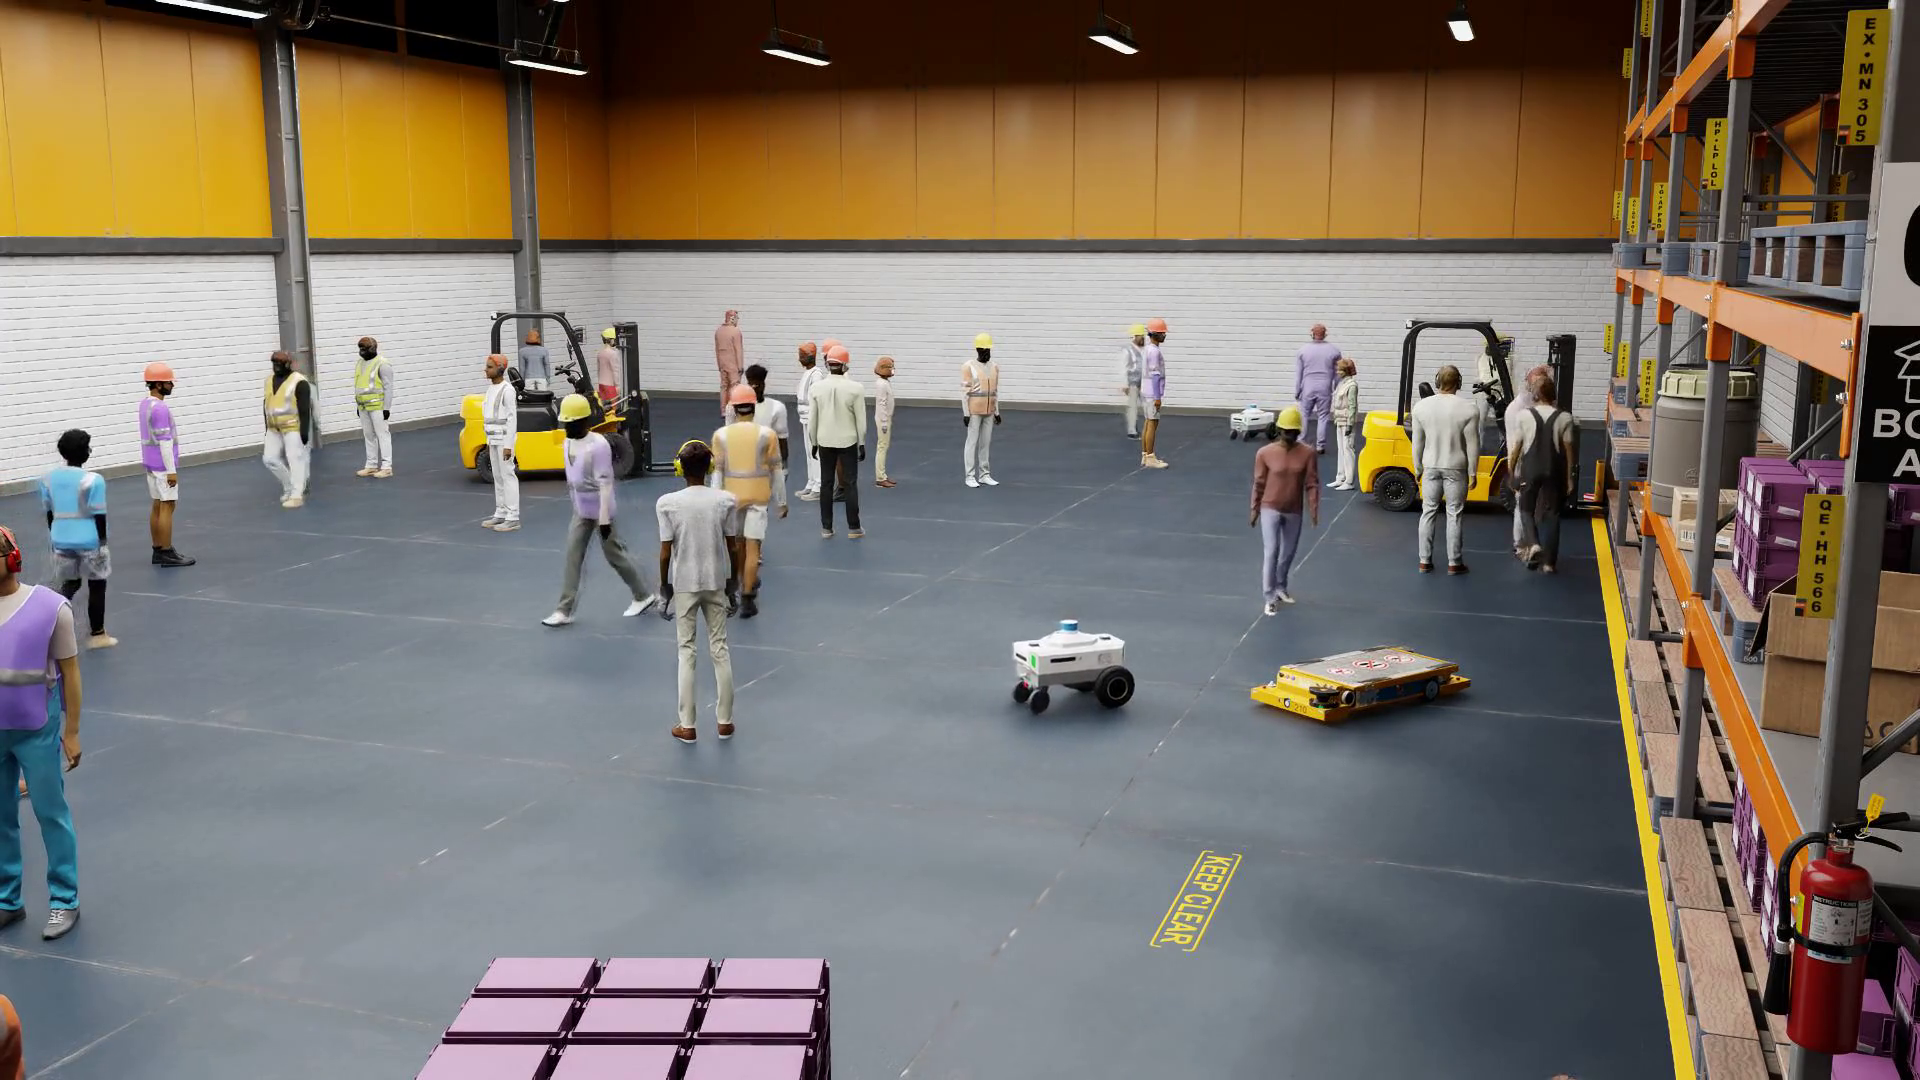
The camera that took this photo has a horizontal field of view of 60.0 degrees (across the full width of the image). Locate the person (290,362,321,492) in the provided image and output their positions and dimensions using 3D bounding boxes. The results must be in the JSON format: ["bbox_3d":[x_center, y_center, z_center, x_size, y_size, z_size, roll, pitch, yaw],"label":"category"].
[{"bbox_3d":[-8.173,-1.396,20.519,0.500,1.600,0.797,-2,10,-14],"label":"person"}]

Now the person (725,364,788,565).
[{"bbox_3d":[-1.969,-0.751,16.056,0.619,1.904,1.045,-3,10,-14],"label":"person"}]

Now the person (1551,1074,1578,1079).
[{"bbox_3d":[1.024,1.716,2.921,0.550,1.633,0.316,-6,12,-29],"label":"person"}]

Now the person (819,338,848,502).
[{"bbox_3d":[-1.491,-1.412,19.672,0.366,1.931,0.552,1,10,3],"label":"person"}]

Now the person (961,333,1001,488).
[{"bbox_3d":[0.276,-1.630,20.915,0.585,1.929,0.371,-8,13,-39],"label":"person"}]

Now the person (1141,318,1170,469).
[{"bbox_3d":[2.657,-1.994,22.645,0.378,2.044,0.608,-1,10,-4],"label":"person"}]

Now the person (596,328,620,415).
[{"bbox_3d":[-5.361,-2.357,25.484,0.329,1.762,0.523,-9,13,-41],"label":"person"}]

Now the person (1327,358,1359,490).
[{"bbox_3d":[4.779,-1.434,20.625,0.309,1.640,0.513,-1,10,-5],"label":"person"}]

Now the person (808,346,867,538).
[{"bbox_3d":[-1.263,-1.012,17.247,0.612,1.995,0.392,2,10,10],"label":"person"}]

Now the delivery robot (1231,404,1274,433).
[{"bbox_3d":[4.557,-1.873,25.889,0.707,0.478,0.477,-8,13,-38],"label":"delivery robot"}]

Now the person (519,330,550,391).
[{"bbox_3d":[-7.002,-2.637,27.418,0.497,1.633,0.284,-2,10,-12],"label":"person"}]

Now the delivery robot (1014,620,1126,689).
[{"bbox_3d":[0.722,0.772,10.990,0.707,0.478,0.477,-4,11,-21],"label":"delivery robot"}]

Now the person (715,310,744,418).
[{"bbox_3d":[-3.987,-3.063,29.069,0.642,1.901,0.401,10,14,43],"label":"person"}]

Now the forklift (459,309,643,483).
[{"bbox_3d":[-5.354,-1.902,21.697,2.313,2.155,1.214,-2,10,-13],"label":"forklift"}]

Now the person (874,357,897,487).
[{"bbox_3d":[-0.938,-1.481,20.908,0.274,1.632,0.507,0,10,3],"label":"person"}]

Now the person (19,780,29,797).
[{"bbox_3d":[-5.382,0.462,9.106,0.635,1.937,0.352,9,13,41],"label":"person"}]

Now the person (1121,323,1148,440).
[{"bbox_3d":[2.753,-2.459,25.886,0.615,1.818,0.410,-9,13,-40],"label":"person"}]

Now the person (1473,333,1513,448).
[{"bbox_3d":[7.694,-2.110,23.984,0.586,1.808,0.848,8,13,37],"label":"person"}]

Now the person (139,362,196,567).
[{"bbox_3d":[-7.515,-0.713,15.723,0.362,1.935,0.553,-9,13,-41],"label":"person"}]

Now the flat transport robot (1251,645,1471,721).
[{"bbox_3d":[2.693,0.938,11.119,1.431,0.197,0.652,-7,12,-34],"label":"flat transport robot"}]

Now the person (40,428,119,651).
[{"bbox_3d":[-6.540,0.025,12.268,0.534,1.685,0.524,2,10,9],"label":"person"}]

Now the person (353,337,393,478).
[{"bbox_3d":[-7.688,-1.735,21.756,0.633,1.840,0.429,6,12,32],"label":"person"}]

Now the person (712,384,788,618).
[{"bbox_3d":[-1.739,-0.353,13.856,0.574,1.875,1.000,1,10,7],"label":"person"}]

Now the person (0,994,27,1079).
[{"bbox_3d":[-2.285,1.553,3.637,0.318,1.700,0.535,6,12,29],"label":"person"}]

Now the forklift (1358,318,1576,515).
[{"bbox_3d":[5.787,-1.437,19.079,2.313,2.155,1.214,3,11,19],"label":"forklift"}]

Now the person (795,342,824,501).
[{"bbox_3d":[-1.777,-1.412,19.810,0.356,1.887,0.573,-3,11,-17],"label":"person"}]

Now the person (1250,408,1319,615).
[{"bbox_3d":[2.676,-0.259,13.845,0.547,1.736,0.729,-1,10,-4],"label":"person"}]

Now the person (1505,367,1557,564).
[{"bbox_3d":[5.483,-0.716,15.958,0.712,1.883,0.467,-7,12,-34],"label":"person"}]

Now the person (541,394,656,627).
[{"bbox_3d":[-2.926,-0.253,13.359,0.637,1.874,1.000,9,13,40],"label":"person"}]

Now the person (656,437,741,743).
[{"bbox_3d":[-1.596,0.305,10.170,0.513,1.877,0.328,-4,11,-21],"label":"person"}]

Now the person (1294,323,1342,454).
[{"bbox_3d":[5.189,-2.183,24.124,0.668,1.902,0.458,2,10,13],"label":"person"}]

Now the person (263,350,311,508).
[{"bbox_3d":[-7.783,-1.278,19.211,0.649,1.828,0.443,4,11,20],"label":"person"}]

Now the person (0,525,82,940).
[{"bbox_3d":[-4.129,0.831,7.285,0.573,1.843,0.374,0,10,0],"label":"person"}]

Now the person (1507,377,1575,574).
[{"bbox_3d":[5.358,-0.579,15.316,0.616,1.816,0.496,3,10,15],"label":"person"}]

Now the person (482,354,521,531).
[{"bbox_3d":[-4.903,-1.040,17.721,0.355,1.884,0.575,-8,13,-38],"label":"person"}]

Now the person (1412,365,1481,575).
[{"bbox_3d":[4.468,-0.641,15.319,0.632,1.940,0.372,6,12,32],"label":"person"}]
